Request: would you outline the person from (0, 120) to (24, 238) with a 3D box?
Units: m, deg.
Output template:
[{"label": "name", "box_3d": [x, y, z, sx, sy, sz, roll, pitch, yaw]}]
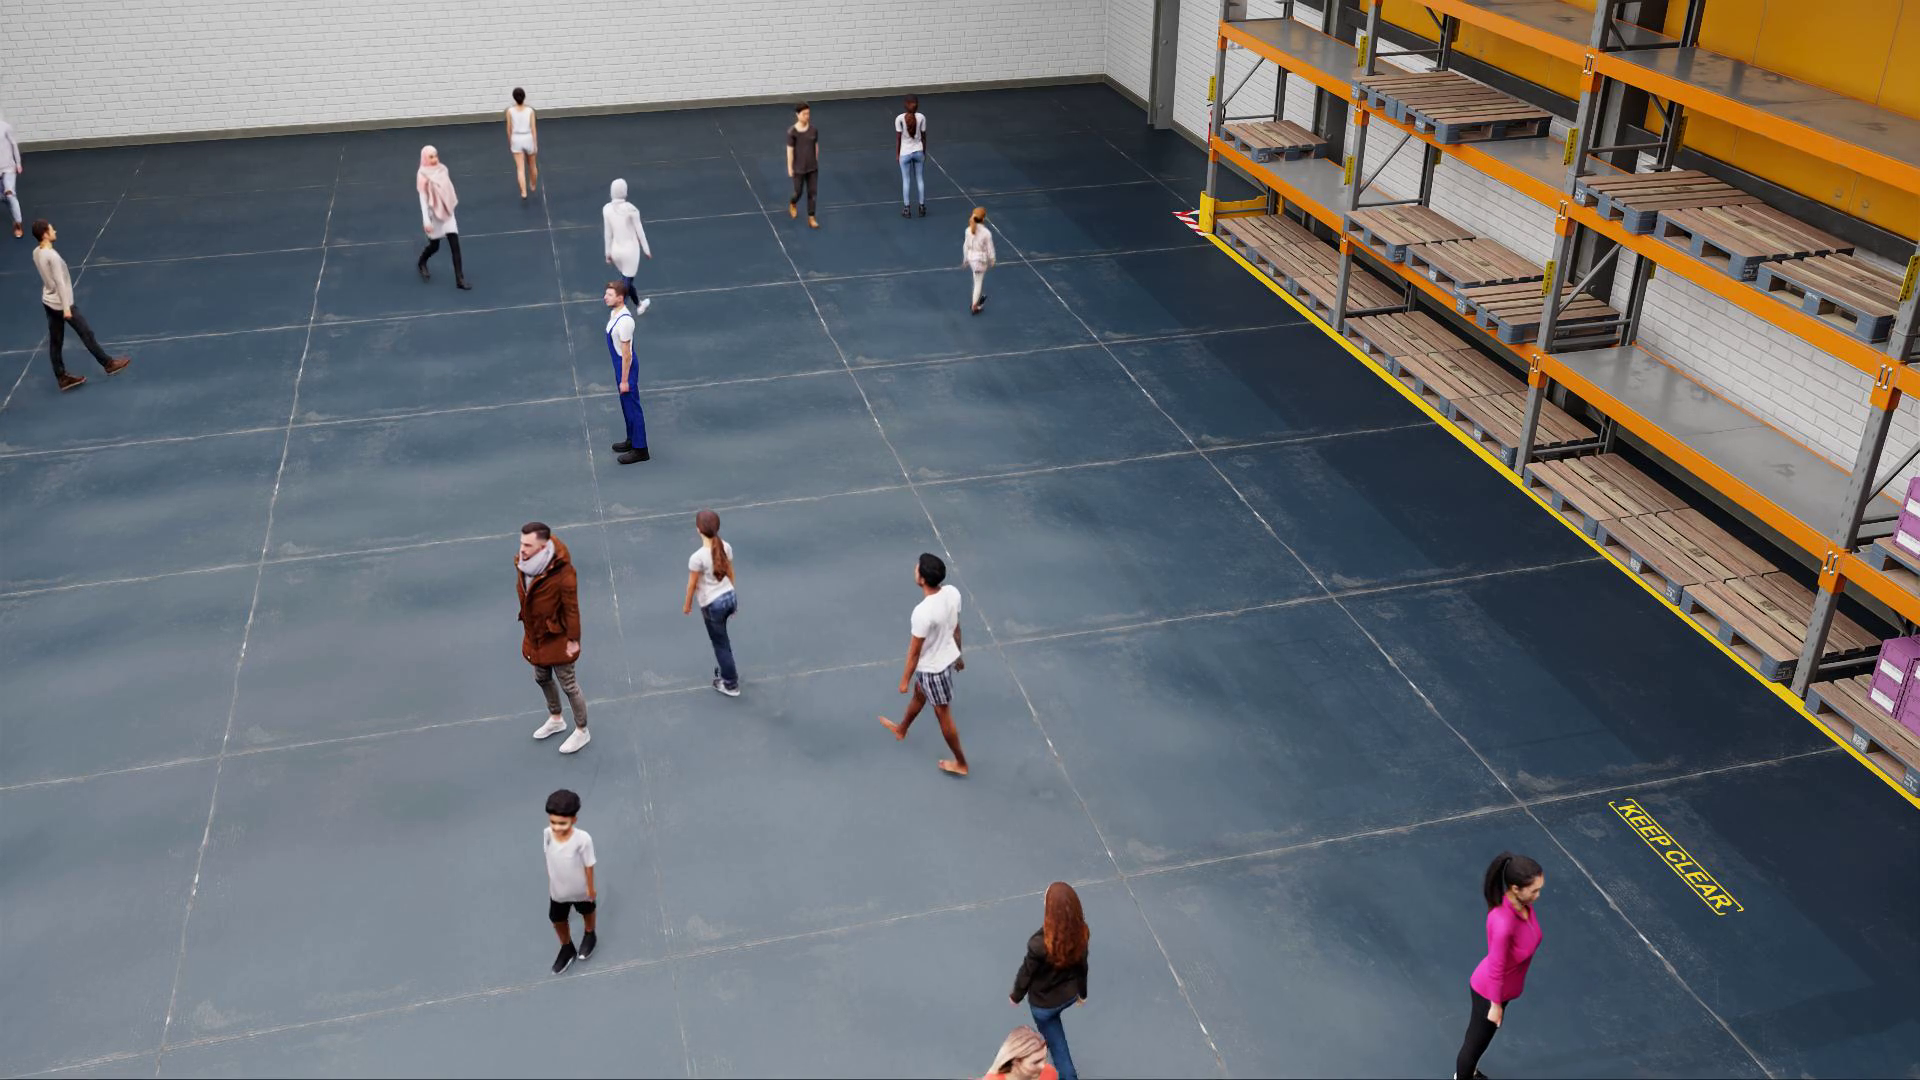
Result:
[{"label": "person", "box_3d": [-13.043, -5.085, 22.606, 0.683, 1.819, 1.052, -8, 30, -15]}]

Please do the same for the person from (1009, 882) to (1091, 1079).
[{"label": "person", "box_3d": [0.547, 2.520, 9.050, 0.815, 1.449, 1.041, -21, 35, -33]}]

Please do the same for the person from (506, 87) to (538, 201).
[{"label": "person", "box_3d": [-6.293, -5.664, 23.929, 0.594, 1.568, 1.063, -6, 29, -12]}]

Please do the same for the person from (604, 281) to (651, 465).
[{"label": "person", "box_3d": [-3.277, -1.667, 16.311, 0.681, 1.847, 0.498, -8, 30, -15]}]

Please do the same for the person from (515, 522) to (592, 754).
[{"label": "person", "box_3d": [-2.944, 0.682, 12.016, 0.835, 1.836, 0.898, 17, 33, 28]}]

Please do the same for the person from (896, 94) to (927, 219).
[{"label": "person", "box_3d": [-0.672, -5.376, 23.243, 0.581, 1.719, 0.519, -6, 29, -12]}]

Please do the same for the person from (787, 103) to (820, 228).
[{"label": "person", "box_3d": [-2.175, -5.183, 22.908, 0.742, 1.701, 0.976, -14, 32, -24]}]

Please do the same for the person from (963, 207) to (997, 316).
[{"label": "person", "box_3d": [0.183, -3.333, 19.943, 0.790, 1.292, 0.846, 16, 32, 27]}]

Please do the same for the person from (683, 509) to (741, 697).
[{"label": "person", "box_3d": [-1.805, 0.506, 12.638, 0.745, 1.549, 0.677, 22, 35, 34]}]

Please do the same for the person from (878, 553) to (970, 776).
[{"label": "person", "box_3d": [-0.106, 0.923, 11.726, 1.158, 1.691, 1.093, 16, 32, 26]}]

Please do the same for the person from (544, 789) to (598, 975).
[{"label": "person", "box_3d": [-2.353, 2.021, 10.177, 0.629, 1.245, 0.713, 5, 29, 9]}]

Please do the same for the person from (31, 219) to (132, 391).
[{"label": "person", "box_3d": [-9.726, -2.489, 17.825, 1.090, 1.839, 1.120, 18, 34, 30]}]

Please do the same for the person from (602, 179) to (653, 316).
[{"label": "person", "box_3d": [-3.937, -3.269, 19.369, 1.050, 1.730, 1.176, 12, 31, 21]}]

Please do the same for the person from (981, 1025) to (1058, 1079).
[{"label": "person", "box_3d": [0.196, 2.944, 8.041, 0.710, 1.670, 0.807, -12, 31, -22]}]

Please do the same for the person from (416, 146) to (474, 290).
[{"label": "person", "box_3d": [-6.532, -4.001, 20.664, 1.219, 1.775, 1.111, 19, 34, 30]}]

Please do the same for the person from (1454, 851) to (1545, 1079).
[{"label": "person", "box_3d": [2.895, 2.398, 9.012, 0.736, 1.700, 0.680, 17, 33, 28]}]
